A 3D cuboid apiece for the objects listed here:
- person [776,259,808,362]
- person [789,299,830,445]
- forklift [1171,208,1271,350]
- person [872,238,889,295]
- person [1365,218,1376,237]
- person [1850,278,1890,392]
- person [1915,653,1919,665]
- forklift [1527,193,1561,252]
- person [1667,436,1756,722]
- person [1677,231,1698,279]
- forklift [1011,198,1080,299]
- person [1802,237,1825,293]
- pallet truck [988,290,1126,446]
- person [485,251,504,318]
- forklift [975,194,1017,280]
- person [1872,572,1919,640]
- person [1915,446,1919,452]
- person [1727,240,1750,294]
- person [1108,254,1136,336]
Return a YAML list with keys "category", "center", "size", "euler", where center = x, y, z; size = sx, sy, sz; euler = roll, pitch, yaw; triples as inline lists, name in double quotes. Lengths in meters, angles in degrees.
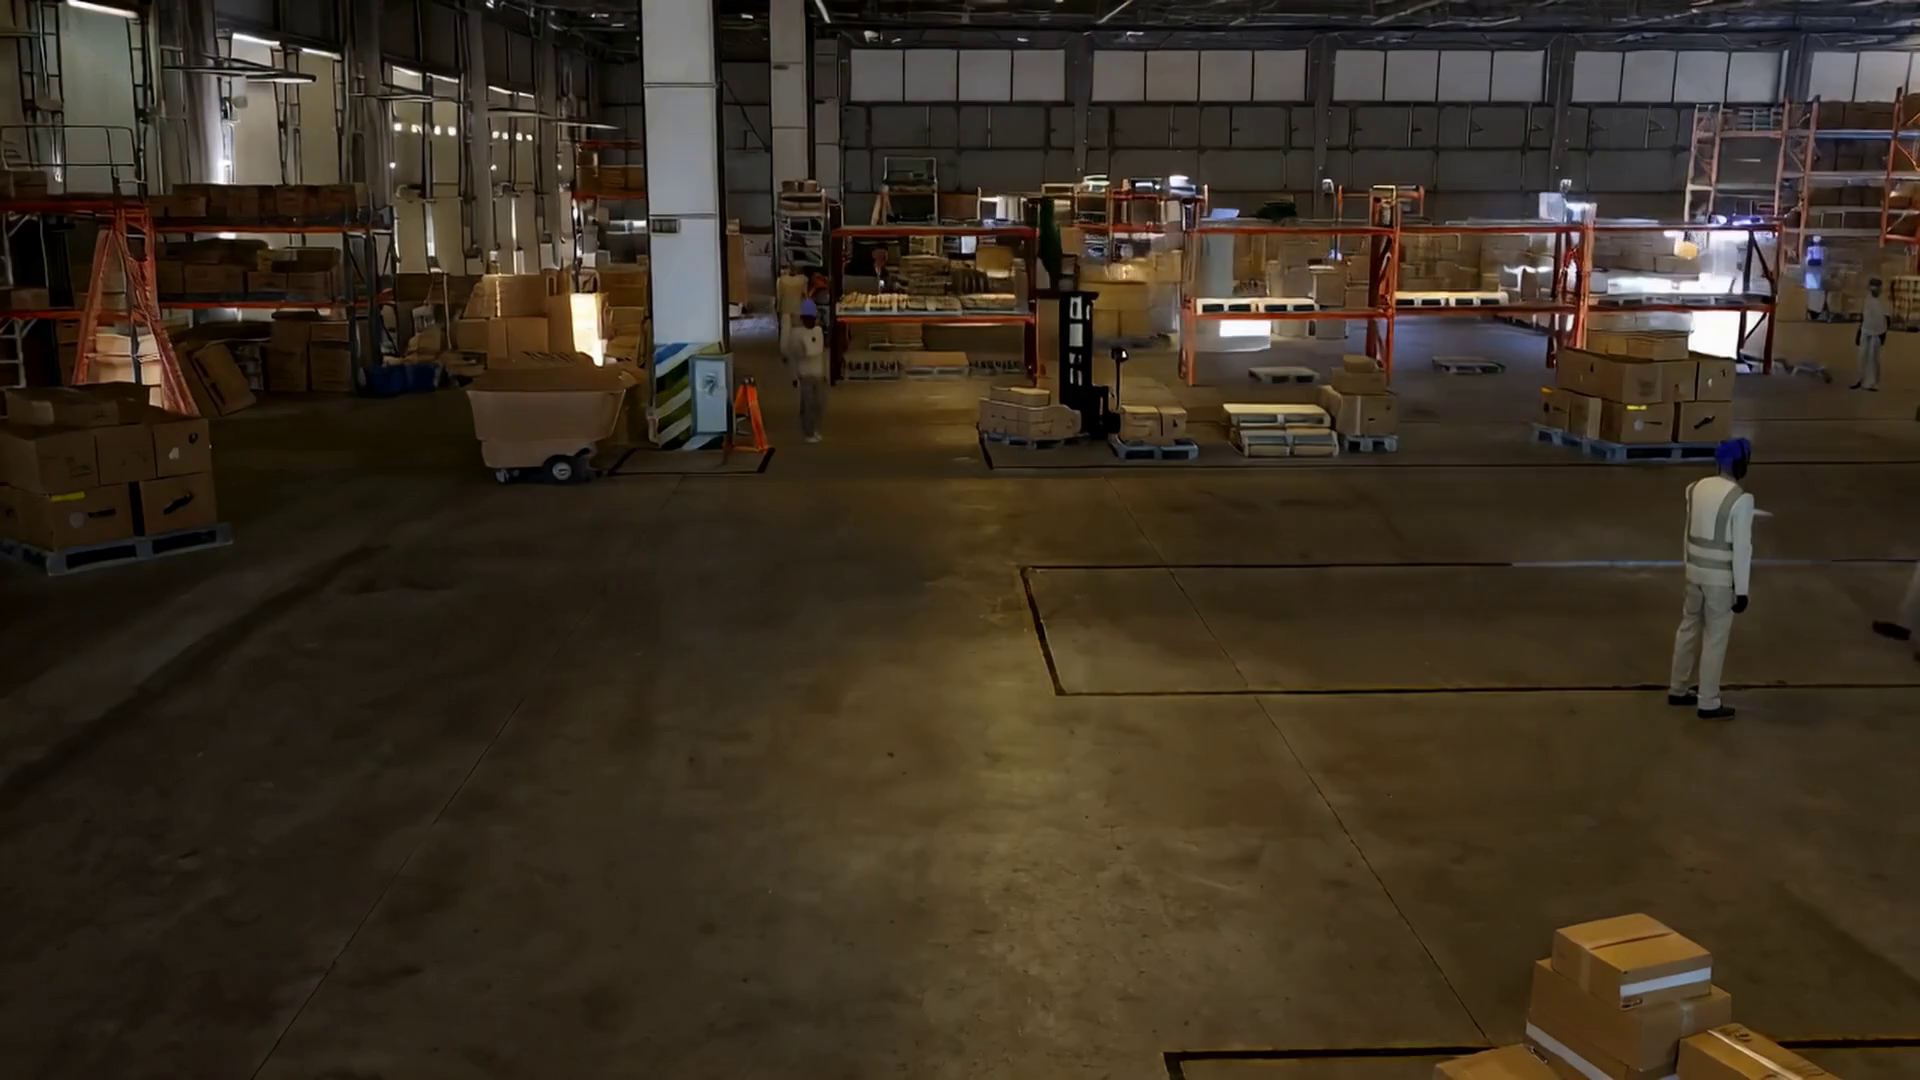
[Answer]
- category: "person"
  center: [-3.163, -4.341, 31.466]
  size: [0.627, 1.941, 0.372]
  euler: [-4, 13, -17]
- category: "person"
  center: [-1.971, -2.206, 21.876]
  size: [0.416, 1.912, 0.626]
  euler: [11, 17, 42]
- category: "forklift"
  center: [5.284, -5.263, 33.483]
  size: [1.873, 2.768, 1.129]
  euler: [0, 12, -2]
- category: "person"
  center: [-2.286, -7.775, 47.536]
  size: [0.545, 1.679, 0.602]
  euler: [5, 13, 22]
- category: "person"
  center: [14.895, -10.687, 60.150]
  size: [0.408, 1.922, 0.579]
  euler: [-8, 15, -33]
- category: "person"
  center: [14.925, -3.363, 27.238]
  size: [0.332, 1.859, 0.528]
  euler: [-6, 14, -25]
- category: "person"
  center: [7.105, 0.090, 11.644]
  size: [0.592, 1.868, 0.793]
  euler: [1, 13, 4]
- category: "forklift"
  center: [20.419, -10.663, 57.864]
  size: [1.873, 2.768, 1.129]
  euler: [-2, 13, -11]
- category: "person"
  center: [4.938, 0.251, 10.887]
  size: [0.354, 1.876, 0.574]
  euler: [-3, 13, -15]
- category: "person"
  center: [20.379, -7.712, 46.732]
  size: [0.632, 1.919, 0.831]
  euler: [-5, 14, -22]
- category: "forklift"
  center: [2.407, -8.199, 46.741]
  size: [1.873, 2.768, 1.129]
  euler: [0, 12, -2]
- category: "person"
  center: [25.313, -8.127, 49.190]
  size: [0.536, 1.663, 0.816]
  euler: [0, 12, -2]
- category: "pallet truck"
  center: [1.257, -2.299, 22.111]
  size: [1.885, 1.965, 0.823]
  euler: [-9, 15, -35]
- category: "person"
  center: [-11.462, -6.266, 40.862]
  size: [0.515, 1.633, 0.312]
  euler: [10, 16, 38]
- category: "forklift"
  center: [1.522, -10.149, 55.546]
  size: [1.873, 2.768, 1.129]
  euler: [-7, 14, -30]
- category: "person"
  center: [7.534, -0.100, 12.442]
  size: [0.623, 1.894, 1.039]
  euler: [-9, 15, -35]
- category: "person"
  center: [12.558, -2.116, 21.184]
  size: [0.689, 2.000, 0.538]
  euler: [-1, 13, -5]
- category: "person"
  center: [21.832, -7.559, 46.628]
  size: [0.853, 1.650, 0.549]
  euler: [11, 17, 41]
- category: "person"
  center: [3.557, -5.310, 36.190]
  size: [0.654, 1.789, 0.976]
  euler: [9, 15, 35]
